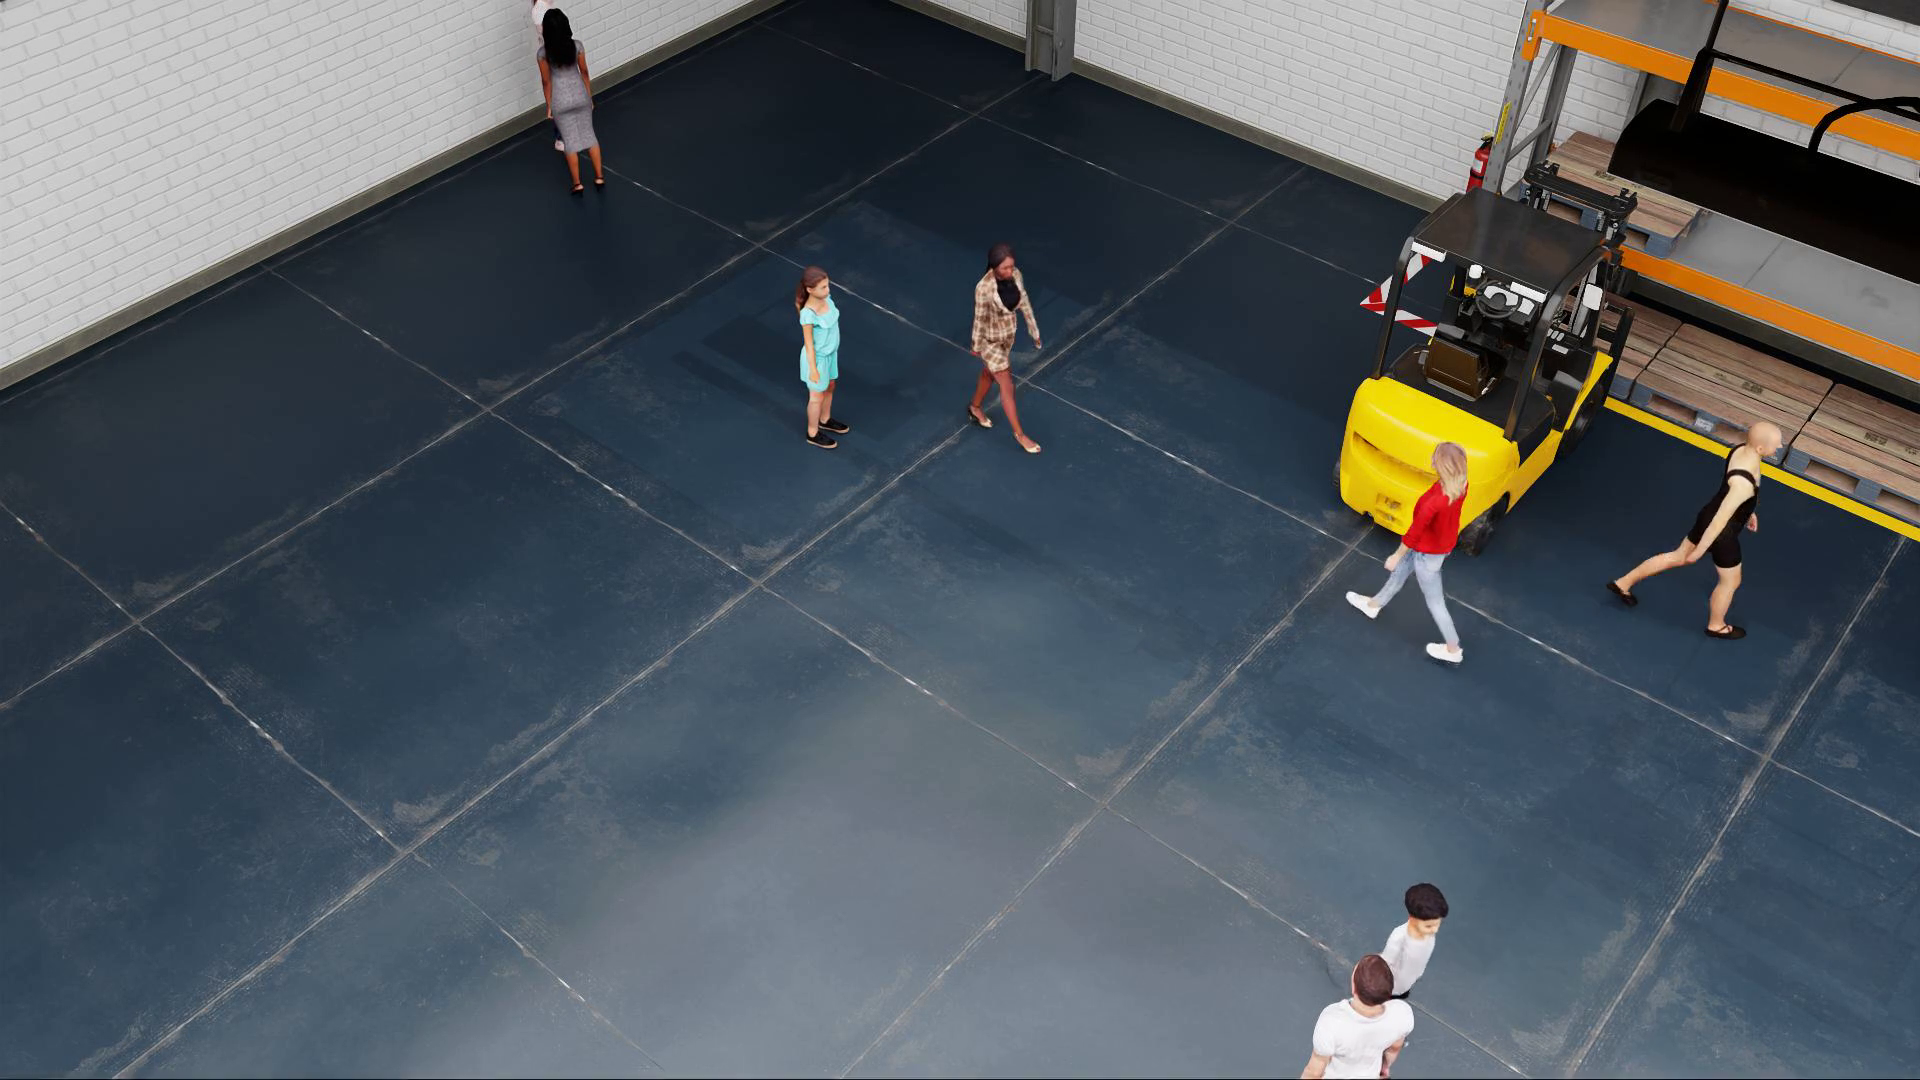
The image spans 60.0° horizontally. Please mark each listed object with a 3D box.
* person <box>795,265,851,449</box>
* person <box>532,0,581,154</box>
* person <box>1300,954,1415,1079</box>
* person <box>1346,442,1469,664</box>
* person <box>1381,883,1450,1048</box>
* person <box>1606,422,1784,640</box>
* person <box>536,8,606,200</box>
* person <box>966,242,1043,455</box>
[{"bbox_3d":[-1.037,-1.371,12.288,0.627,1.558,0.613,14,45,14],"label":"person"},{"bbox_3d":[-3.748,-4.419,15.360,0.705,1.733,0.705,3,44,3],"label":"person"},{"bbox_3d":[1.833,2.568,7.940,0.731,1.851,0.740,-11,45,-11],"label":"person"},{"bbox_3d":[3.068,0.133,10.638,1.101,1.655,0.616,31,51,28],"label":"person"},{"bbox_3d":[2.296,2.190,8.772,0.621,1.251,0.716,-20,47,-20],"label":"person"},{"bbox_3d":[4.808,-0.091,10.784,1.249,1.778,0.973,10,45,10],"label":"person"},{"bbox_3d":[-3.446,-3.858,14.737,0.657,1.781,0.659,-17,46,-17],"label":"person"},{"bbox_3d":[0.205,-1.485,12.261,0.954,1.759,0.589,28,50,26],"label":"person"}]
